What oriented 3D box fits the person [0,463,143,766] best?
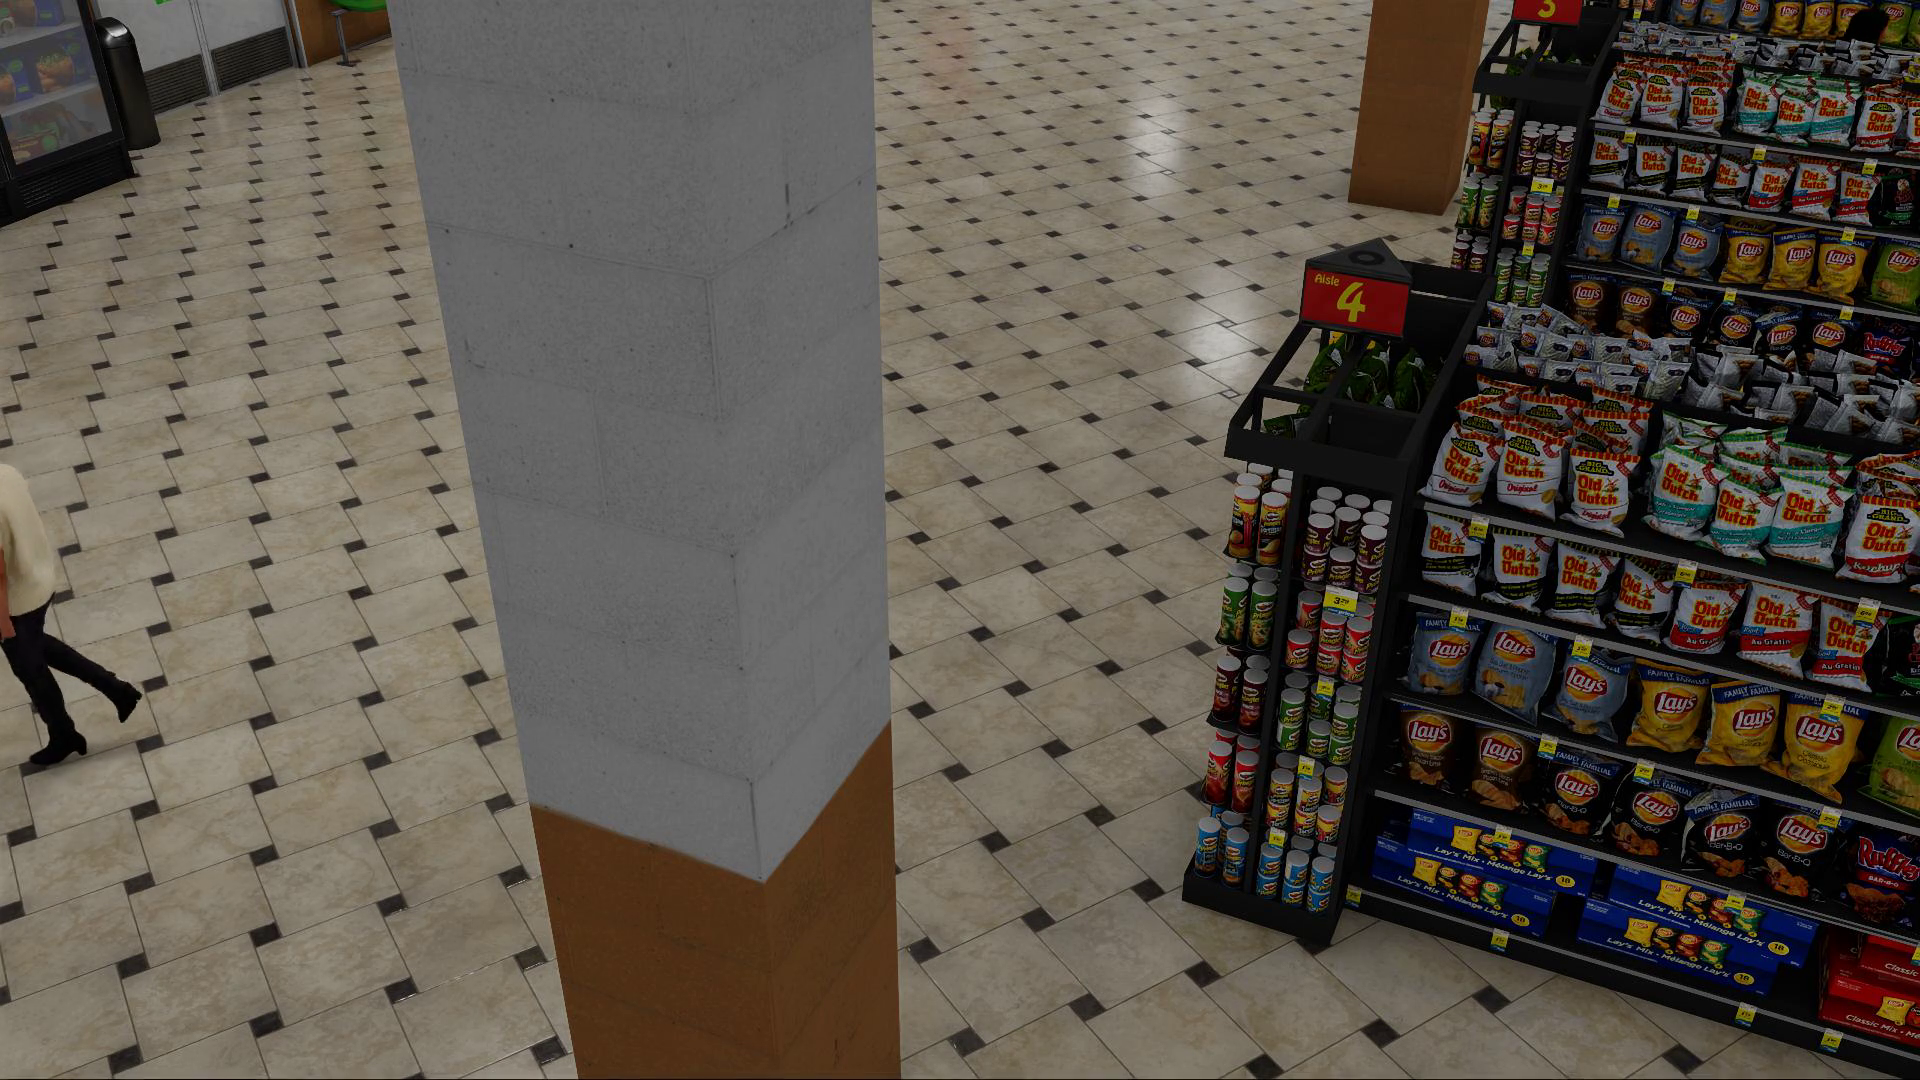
[{"bbox_3d":[-3.582,0.211,6.464,0.848,1.576,0.781,-5,32,-8],"label":"person"}]
